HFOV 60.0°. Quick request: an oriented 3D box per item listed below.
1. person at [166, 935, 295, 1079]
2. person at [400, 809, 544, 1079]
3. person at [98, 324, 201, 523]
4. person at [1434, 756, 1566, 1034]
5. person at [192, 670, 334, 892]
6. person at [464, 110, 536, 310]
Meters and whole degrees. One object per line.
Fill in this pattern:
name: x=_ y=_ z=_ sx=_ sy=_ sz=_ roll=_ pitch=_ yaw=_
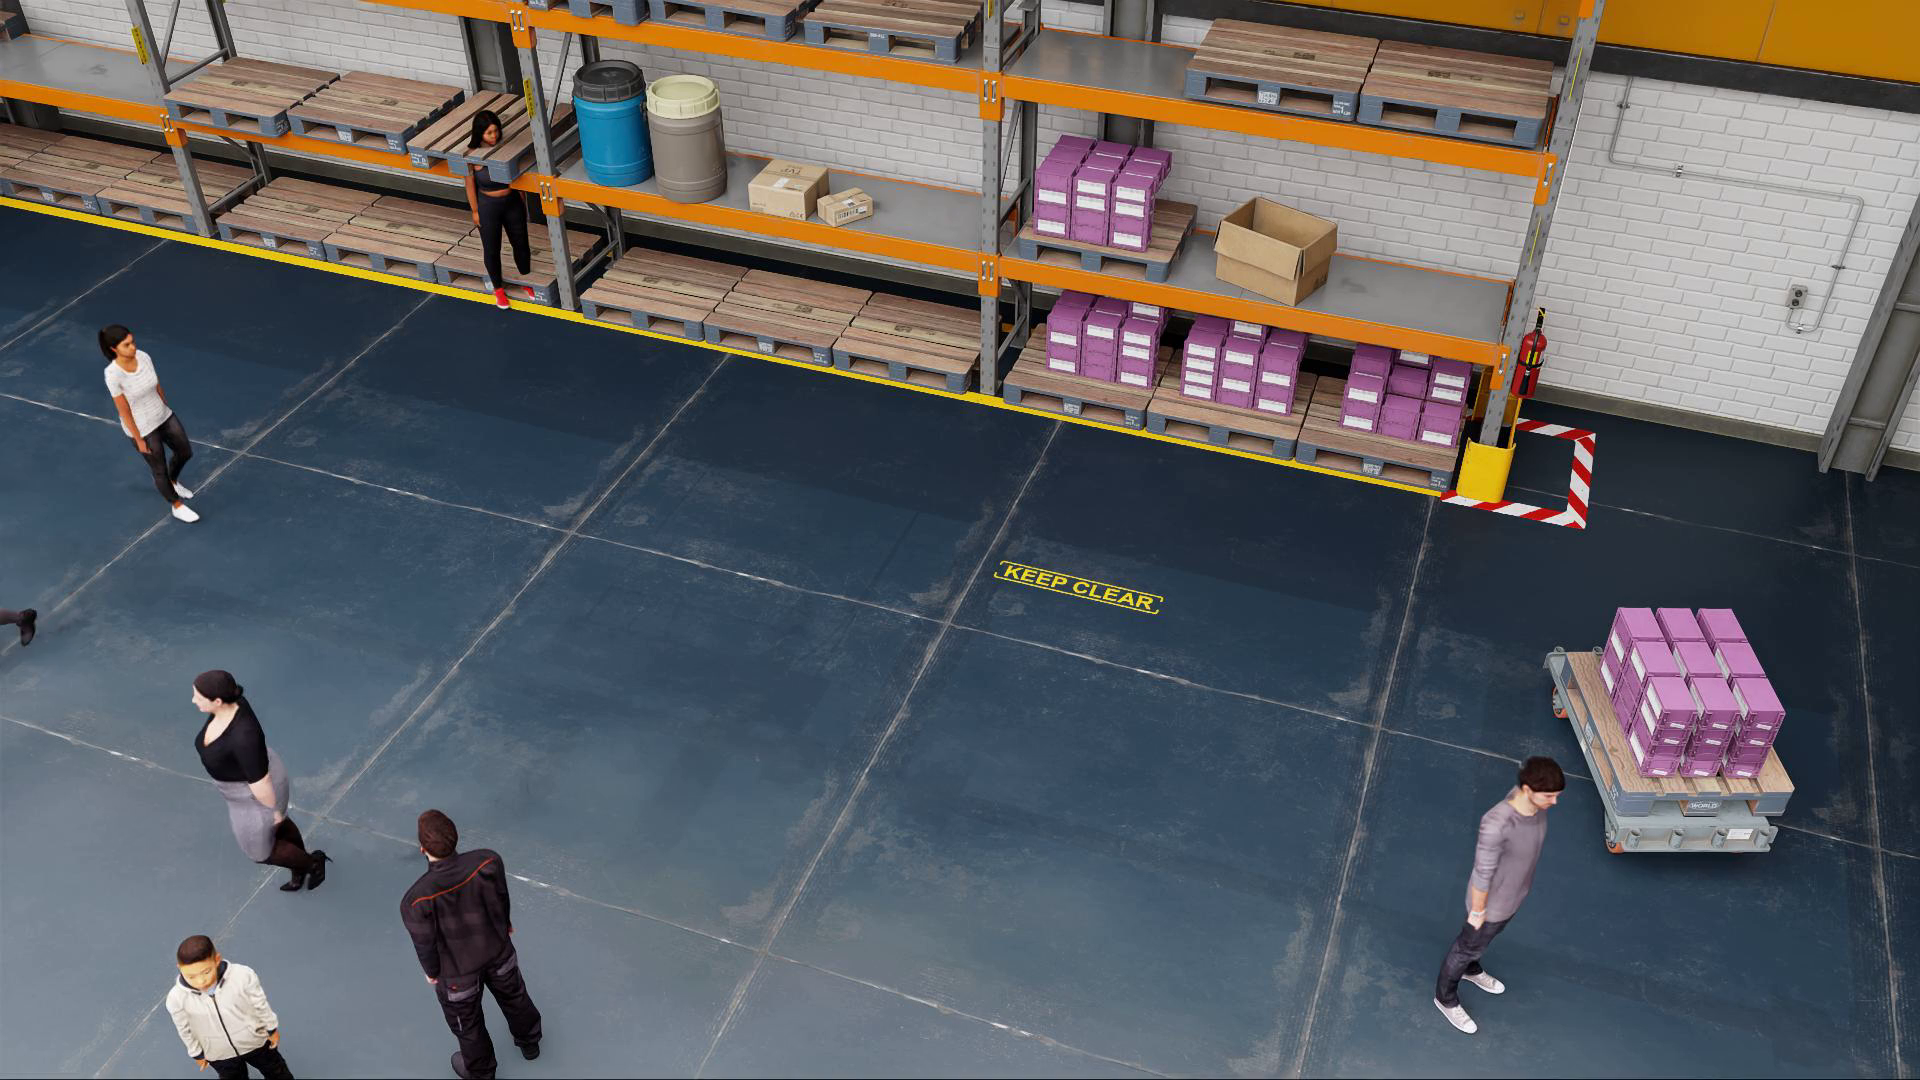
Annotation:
person: x=-3.568 y=2.423 z=8.185 sx=0.644 sy=1.452 sz=0.697 roll=-18 pitch=42 yaw=-21
person: x=-2.444 y=2.042 z=8.291 sx=0.776 sy=1.914 sz=0.760 roll=-31 pitch=48 yaw=-33
person: x=-5.977 y=-0.860 z=12.147 sx=0.665 sy=1.637 sz=0.602 roll=15 pitch=41 yaw=18
person: x=2.796 y=1.793 z=8.655 sx=0.688 sy=1.850 sz=0.743 roll=30 pitch=47 yaw=32
person: x=-3.826 y=1.362 z=9.277 sx=0.886 sy=1.747 sz=0.814 roll=-22 pitch=44 yaw=-25
person: x=-4.048 y=-2.928 z=14.594 sx=0.773 sy=1.815 sz=0.814 roll=-21 pitch=43 yaw=-24
